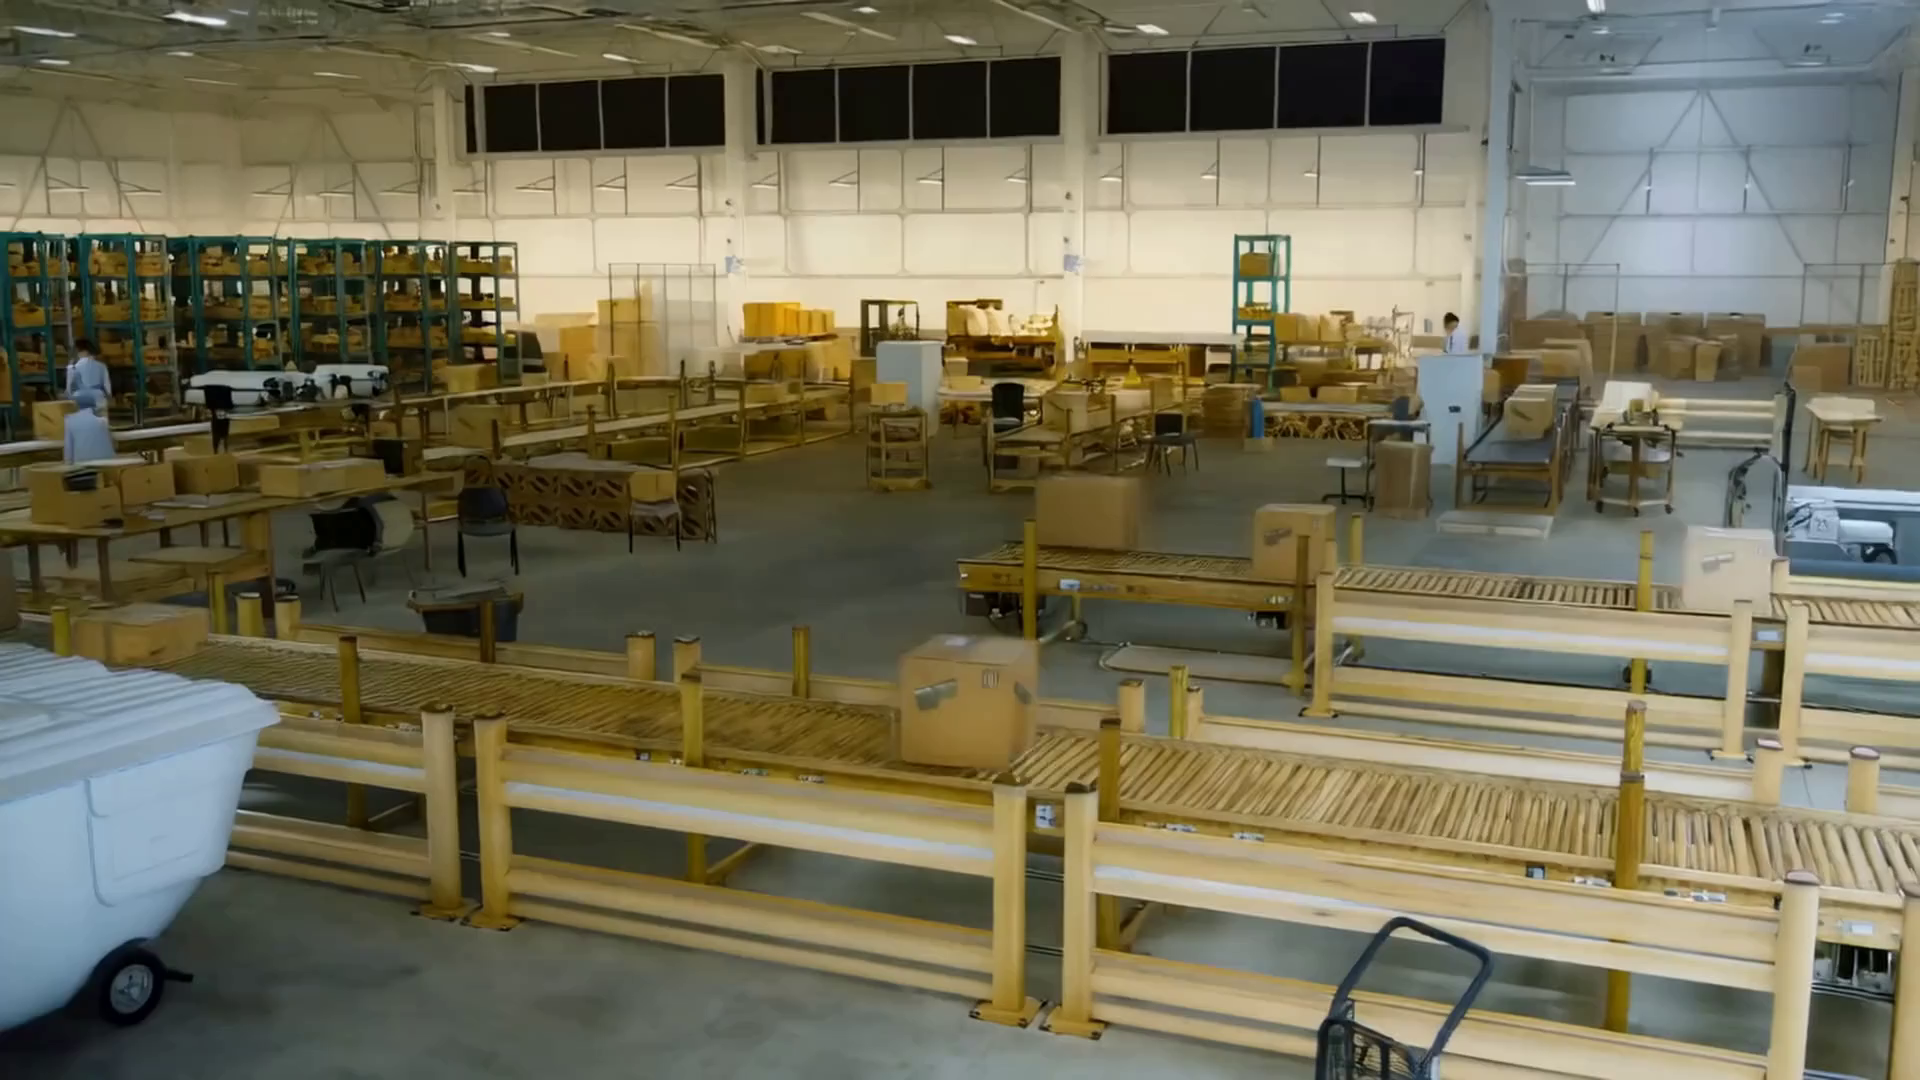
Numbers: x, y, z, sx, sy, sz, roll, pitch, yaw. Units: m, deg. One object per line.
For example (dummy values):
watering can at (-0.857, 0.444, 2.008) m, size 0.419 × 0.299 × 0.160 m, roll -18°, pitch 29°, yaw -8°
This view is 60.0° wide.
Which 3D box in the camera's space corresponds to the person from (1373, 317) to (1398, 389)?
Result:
person at (9.303, -3.942, 36.575) m, size 0.408 × 1.906 × 0.652 m, roll -5°, pitch 11°, yaw -30°

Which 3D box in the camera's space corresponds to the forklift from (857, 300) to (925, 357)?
forklift at (-1.732, -5.109, 42.468) m, size 1.157 × 1.987 × 2.680 m, roll 4°, pitch 10°, yaw 22°

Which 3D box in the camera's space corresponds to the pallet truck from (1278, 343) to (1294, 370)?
pallet truck at (7.886, -4.163, 39.743) m, size 0.653 × 1.274 × 1.630 m, roll 4°, pitch 10°, yaw 22°

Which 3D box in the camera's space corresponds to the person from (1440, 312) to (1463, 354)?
person at (10.583, -3.893, 35.914) m, size 0.462 × 2.026 × 0.650 m, roll -4°, pitch 10°, yaw -22°

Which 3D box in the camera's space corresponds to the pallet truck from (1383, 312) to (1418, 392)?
pallet truck at (10.207, -4.283, 38.369) m, size 0.823 × 1.965 × 1.885 m, roll 3°, pitch 10°, yaw 20°

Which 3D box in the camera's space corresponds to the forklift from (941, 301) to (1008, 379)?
forklift at (0.365, -4.966, 41.571) m, size 1.157 × 1.987 × 2.680 m, roll 3°, pitch 10°, yaw 20°

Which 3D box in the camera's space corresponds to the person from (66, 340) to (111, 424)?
person at (-13.029, -2.020, 24.876) m, size 0.436 × 1.935 × 0.623 m, roll 9°, pitch 13°, yaw 43°

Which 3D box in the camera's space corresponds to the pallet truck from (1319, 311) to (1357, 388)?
pallet truck at (9.071, -4.419, 39.190) m, size 0.823 × 1.965 × 1.885 m, roll 5°, pitch 10°, yaw 26°

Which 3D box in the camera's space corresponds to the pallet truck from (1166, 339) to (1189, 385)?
pallet truck at (5.418, -4.269, 40.420) m, size 0.704 × 1.261 × 1.522 m, roll 3°, pitch 10°, yaw 20°

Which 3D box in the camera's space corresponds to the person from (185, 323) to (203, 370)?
person at (-17.899, -4.305, 39.001) m, size 0.563 × 1.837 × 0.382 m, roll -9°, pitch 13°, yaw -42°

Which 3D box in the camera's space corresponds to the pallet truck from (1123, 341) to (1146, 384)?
pallet truck at (4.445, -4.380, 41.279) m, size 0.680 × 1.201 × 1.601 m, roll 4°, pitch 10°, yaw 22°

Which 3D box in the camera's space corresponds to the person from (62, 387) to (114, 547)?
person at (-9.515, -0.807, 18.131) m, size 0.536 × 1.725 × 0.889 m, roll 2°, pitch 10°, yaw 13°
